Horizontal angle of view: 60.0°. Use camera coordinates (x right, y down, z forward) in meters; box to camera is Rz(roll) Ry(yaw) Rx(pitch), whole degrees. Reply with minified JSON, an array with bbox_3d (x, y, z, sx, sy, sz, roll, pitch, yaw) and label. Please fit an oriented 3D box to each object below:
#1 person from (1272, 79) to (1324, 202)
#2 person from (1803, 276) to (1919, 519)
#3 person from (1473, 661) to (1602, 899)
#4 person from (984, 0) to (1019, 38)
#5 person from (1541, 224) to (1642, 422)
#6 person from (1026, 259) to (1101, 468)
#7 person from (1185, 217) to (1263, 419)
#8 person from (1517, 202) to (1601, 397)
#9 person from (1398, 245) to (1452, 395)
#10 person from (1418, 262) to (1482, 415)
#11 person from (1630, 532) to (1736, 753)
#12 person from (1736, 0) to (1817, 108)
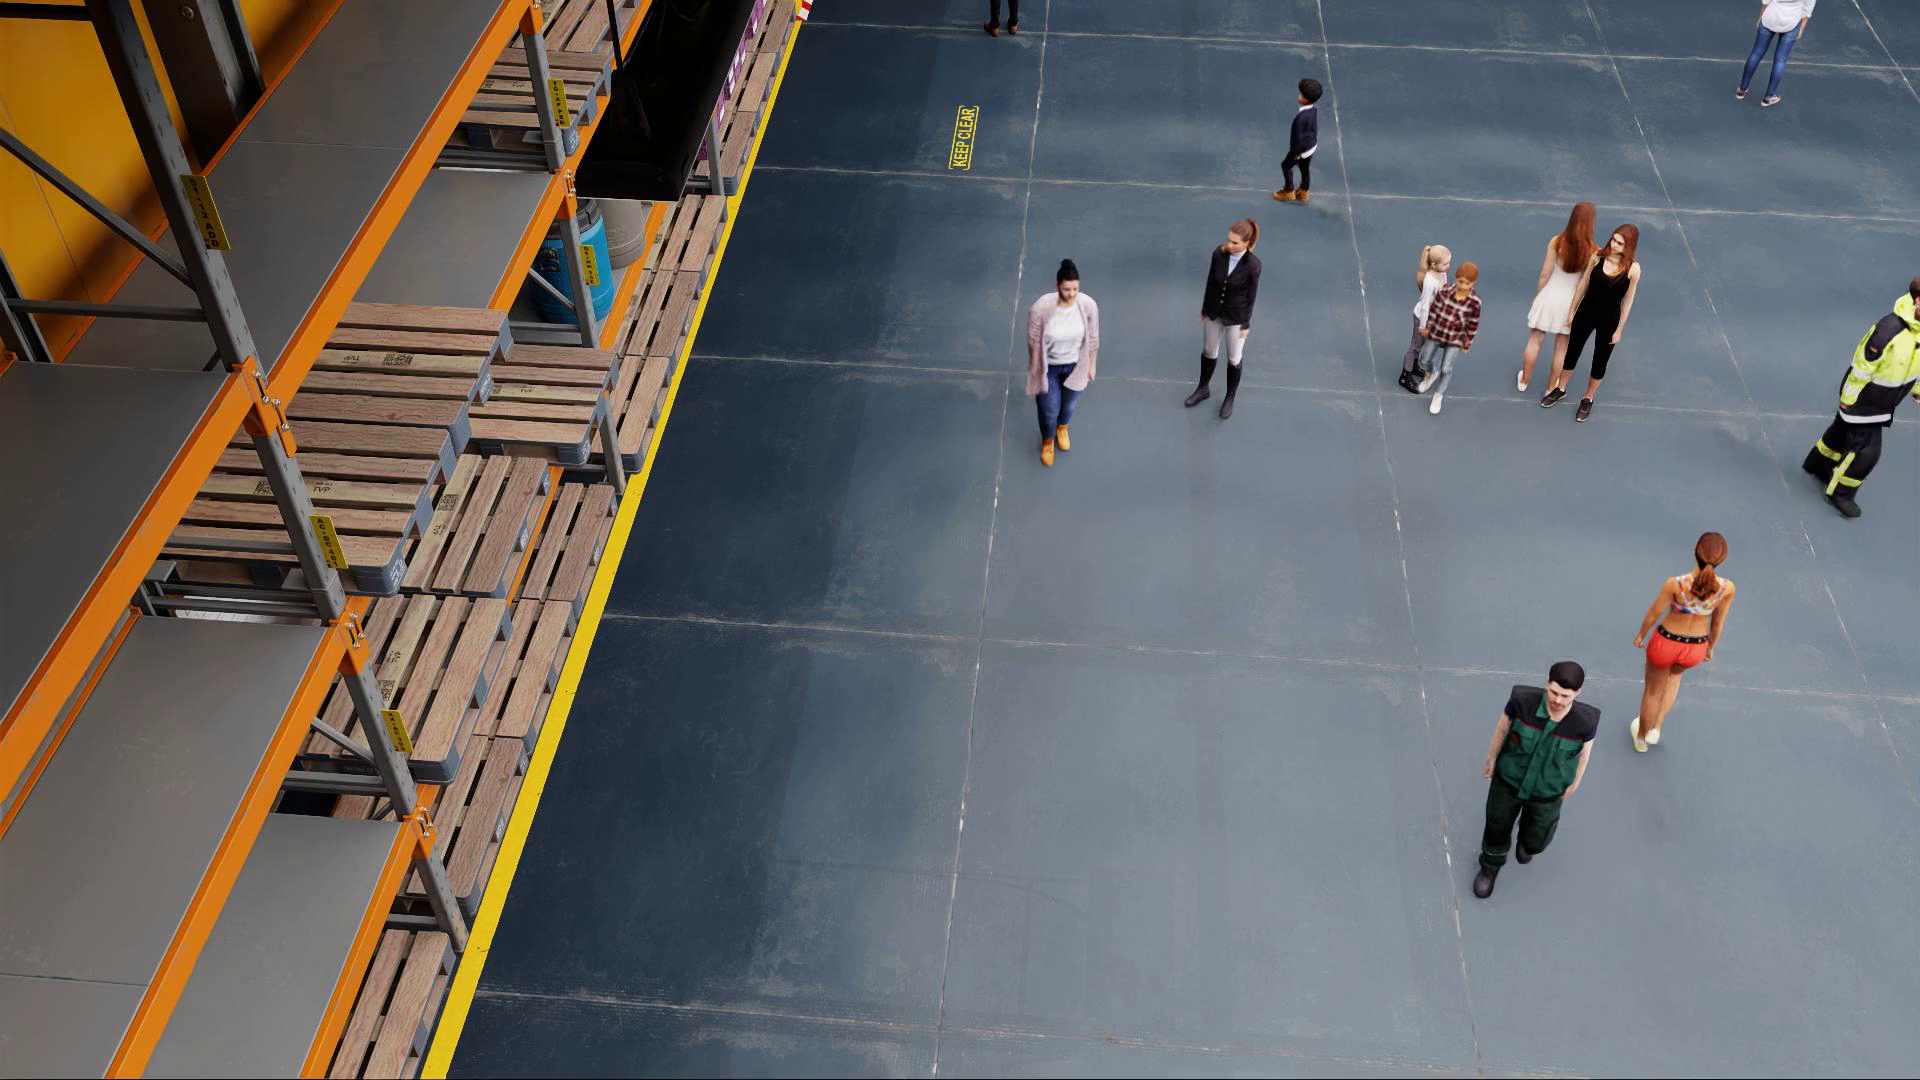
[{"bbox_3d":[3.179,-3.615,15.159,0.663,1.215,0.589,30,51,28],"label":"person"},{"bbox_3d":[6.555,-1.145,12.032,1.013,1.952,1.074,-25,49,-24],"label":"person"},{"bbox_3d":[3.284,1.298,9.512,0.839,1.890,0.936,20,47,20],"label":"person"},{"bbox_3d":[0.443,-6.210,17.400,0.770,1.882,0.696,-11,45,-12],"label":"person"},{"bbox_3d":[4.912,-1.695,12.775,0.656,1.724,0.679,29,51,27],"label":"person"},{"bbox_3d":[0.742,-1.399,12.462,0.780,1.727,0.772,-6,44,-6],"label":"person"},{"bbox_3d":[2.057,-1.716,12.787,0.654,1.737,0.673,24,49,23],"label":"person"},{"bbox_3d":[4.678,-1.864,12.963,0.631,1.709,0.642,19,47,19],"label":"person"},{"bbox_3d":[3.691,-1.783,13.190,0.626,1.279,0.542,22,48,21],"label":"person"},{"bbox_3d":[3.832,-1.640,13.023,0.677,1.301,0.738,22,48,21],"label":"person"},{"bbox_3d":[4.413,0.711,10.207,0.619,1.782,0.594,6,44,6],"label":"person"},{"bbox_3d":[8.111,-5.144,16.403,0.743,1.714,0.778,30,51,28],"label":"person"}]
